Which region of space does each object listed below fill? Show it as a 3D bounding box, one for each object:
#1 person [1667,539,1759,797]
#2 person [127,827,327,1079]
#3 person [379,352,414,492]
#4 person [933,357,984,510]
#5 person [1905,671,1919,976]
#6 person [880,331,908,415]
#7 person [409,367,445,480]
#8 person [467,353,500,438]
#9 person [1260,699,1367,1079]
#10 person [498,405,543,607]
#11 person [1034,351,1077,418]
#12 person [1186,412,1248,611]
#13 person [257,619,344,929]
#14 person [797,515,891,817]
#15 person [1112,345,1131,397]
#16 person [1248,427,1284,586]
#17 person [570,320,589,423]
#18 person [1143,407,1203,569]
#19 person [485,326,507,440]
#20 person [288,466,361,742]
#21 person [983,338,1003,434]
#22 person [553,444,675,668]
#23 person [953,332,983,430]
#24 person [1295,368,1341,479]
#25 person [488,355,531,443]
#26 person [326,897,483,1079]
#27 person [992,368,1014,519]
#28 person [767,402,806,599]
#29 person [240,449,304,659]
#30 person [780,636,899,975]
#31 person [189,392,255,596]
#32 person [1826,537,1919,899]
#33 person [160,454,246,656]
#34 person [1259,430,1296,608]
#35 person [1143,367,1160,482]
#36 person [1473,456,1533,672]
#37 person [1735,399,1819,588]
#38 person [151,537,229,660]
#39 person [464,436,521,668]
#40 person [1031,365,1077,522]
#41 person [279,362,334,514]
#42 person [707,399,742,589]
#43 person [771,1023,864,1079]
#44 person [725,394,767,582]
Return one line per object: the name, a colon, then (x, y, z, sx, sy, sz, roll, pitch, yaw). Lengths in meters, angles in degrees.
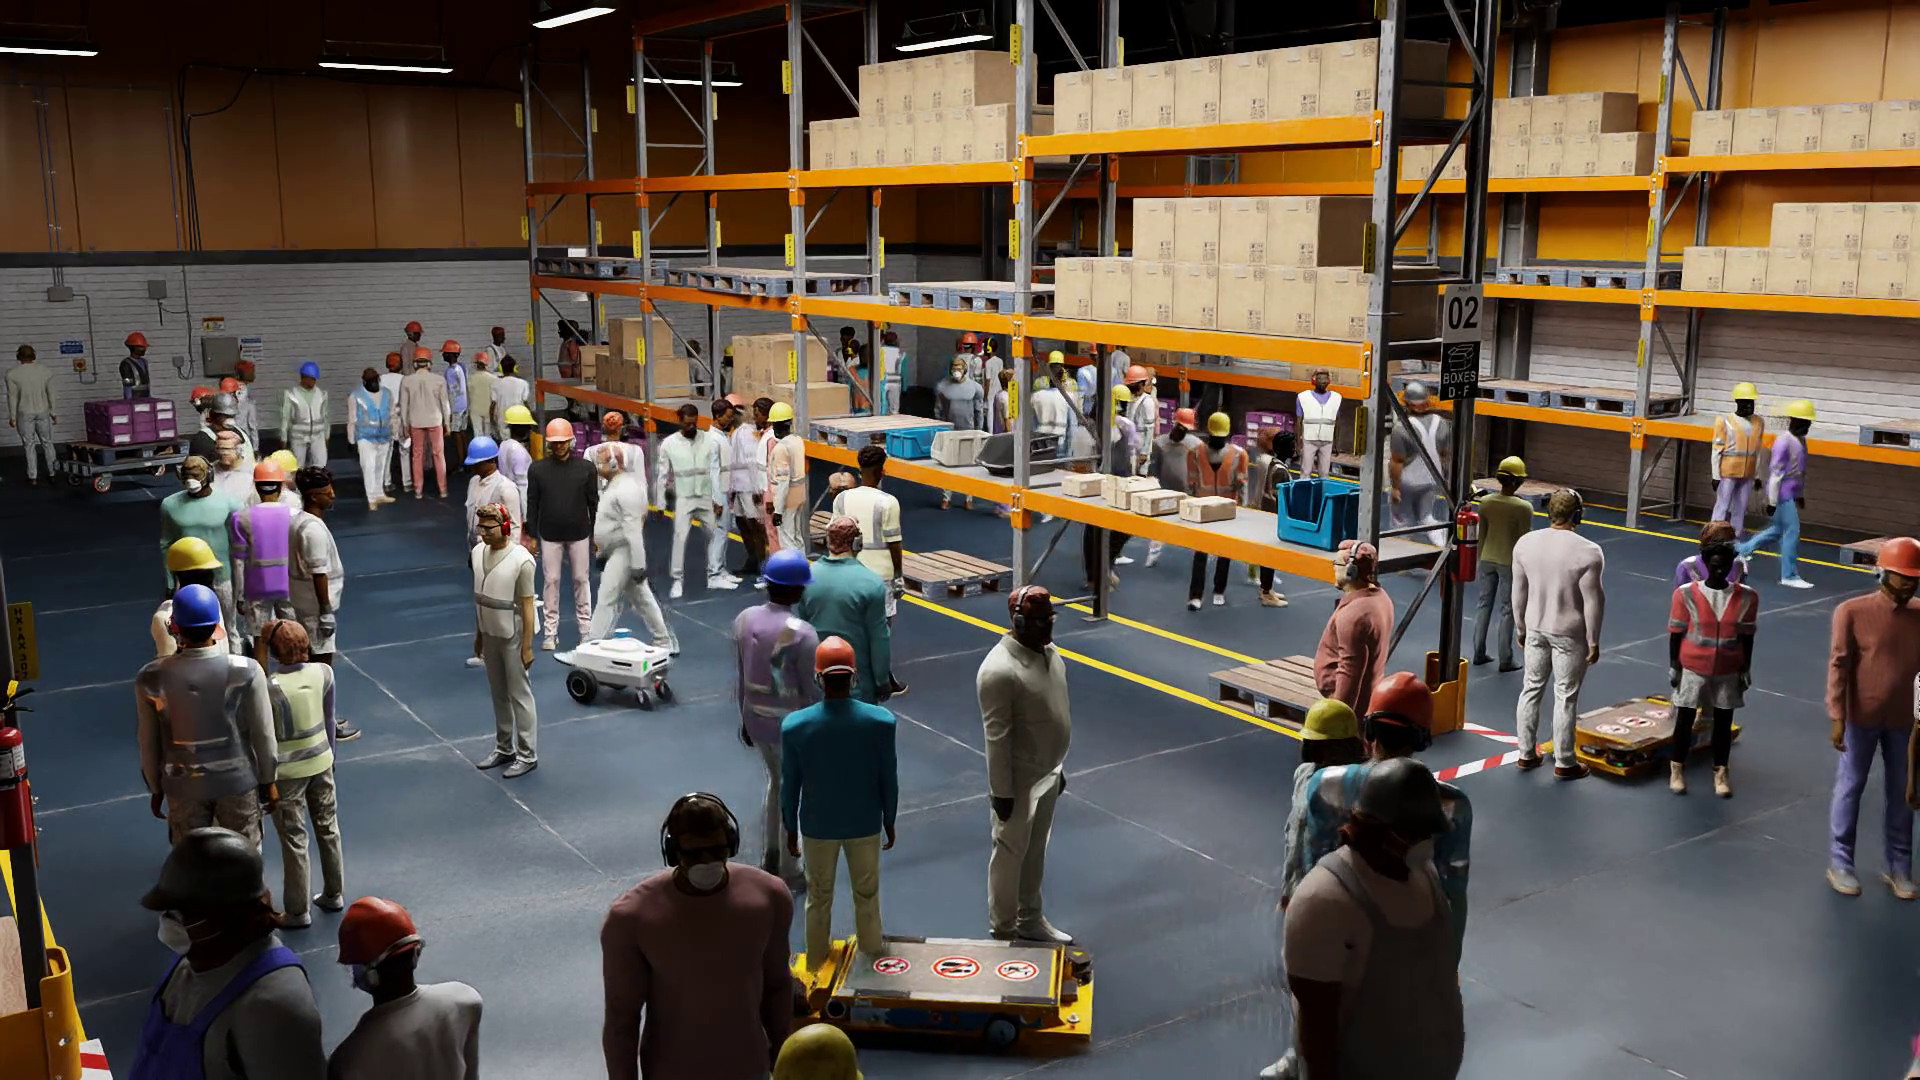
person: (4.776, 0.811, 10.611, 0.531, 1.686, 0.328, 2, 11, 12)
person: (-2.082, 1.789, 4.695, 0.537, 2.000, 0.682, -11, 15, -43)
person: (-7.592, -1.579, 22.389, 0.580, 1.871, 0.370, 1, 11, 4)
person: (-0.020, -1.336, 20.949, 0.637, 1.938, 0.355, 1, 11, 3)
person: (4.978, 1.228, 8.236, 0.533, 1.793, 0.977, 6, 13, 30)
person: (-1.165, -2.491, 27.142, 0.642, 1.830, 0.480, 1, 11, 4)
person: (-7.529, -1.724, 23.494, 0.534, 1.721, 0.917, -7, 13, -33)
person: (-7.012, -1.894, 24.416, 0.562, 1.701, 0.890, -4, 12, -20)
person: (1.515, 1.502, 6.925, 0.299, 1.745, 0.483, -7, 13, -33)
person: (-4.171, -0.320, 15.784, 0.373, 1.925, 0.587, -6, 13, -28)
person: (1.263, -1.556, 22.146, 0.584, 1.918, 0.407, 1, 11, 4)
person: (2.387, -0.250, 15.554, 0.590, 1.874, 0.951, 2, 11, 12)
person: (-3.455, 1.210, 8.688, 0.307, 1.641, 0.513, 5, 12, 26)
person: (-0.688, 0.788, 10.187, 0.650, 1.901, 0.401, 7, 13, 30)
person: (2.529, -2.363, 26.486, 0.355, 1.834, 0.524, -8, 14, -36)
person: (3.104, -0.324, 16.587, 0.477, 1.613, 0.512, 4, 12, 21)
person: (-6.566, -2.807, 28.506, 0.374, 1.933, 0.625, 0, 11, -1)
person: (2.278, -0.555, 17.540, 0.645, 1.719, 0.575, 5, 12, 23)
person: (-7.676, -2.605, 27.623, 0.371, 1.874, 0.577, 3, 11, 13)
person: (-4.540, 0.445, 11.763, 0.373, 1.966, 0.607, -7, 13, -31)
person: (0.486, -2.131, 25.229, 0.327, 1.862, 0.510, 6, 12, 26)
person: (-2.842, 0.132, 13.663, 1.027, 1.848, 0.666, -4, 12, -18)
person: (0.135, -2.208, 25.449, 0.543, 1.929, 0.386, 8, 14, 36)
person: (4.400, -1.201, 20.488, 0.569, 1.849, 0.385, -1, 11, -6)
person: (-6.002, -1.524, 22.140, 0.537, 1.848, 0.451, -5, 12, -26)
person: (-1.655, 1.891, 4.936, 0.338, 1.742, 0.563, 5, 12, 26)
person: (0.569, -1.186, 20.423, 0.344, 1.847, 0.505, -2, 11, -12)
person: (-1.680, -0.365, 16.014, 0.372, 1.923, 0.594, 2, 11, 12)
person: (-5.607, 0.174, 13.570, 0.617, 1.805, 0.724, 9, 14, 37)
person: (-0.571, 1.314, 7.895, 0.563, 1.743, 0.350, -1, 11, -6)
person: (-6.968, -0.408, 15.939, 0.535, 2.000, 0.685, 4, 12, 18)
person: (5.039, 0.961, 9.066, 0.620, 1.993, 0.418, 1, 11, 6)
person: (-5.667, 0.314, 12.506, 0.627, 1.941, 0.370, -1, 11, -7)
person: (3.017, -0.208, 15.824, 0.322, 1.690, 0.533, 1, 11, 5)
person: (2.585, -1.588, 23.051, 0.294, 1.625, 0.503, 8, 14, 36)
person: (4.449, 0.193, 13.598, 0.339, 1.761, 0.528, -7, 13, -33)
person: (8.225, -0.488, 16.735, 0.770, 1.897, 0.602, 9, 14, 39)
person: (-4.270, 0.933, 9.364, 0.359, 1.930, 0.588, 0, 11, 0)
person: (-3.808, 0.113, 13.525, 0.602, 1.943, 0.399, 9, 14, 38)
person: (1.201, -1.198, 20.413, 0.617, 1.872, 0.933, 4, 12, 22)
person: (-8.172, -1.279, 20.780, 0.654, 1.884, 1.019, -8, 14, -36)
person: (-2.407, -0.458, 16.551, 0.397, 1.908, 0.600, 0, 11, -2)
person: (-0.375, 2.042, 4.202, 0.489, 1.731, 0.321, 6, 12, 27)
person: (-2.179, -0.521, 16.946, 0.392, 1.888, 0.772, -4, 12, -21)
